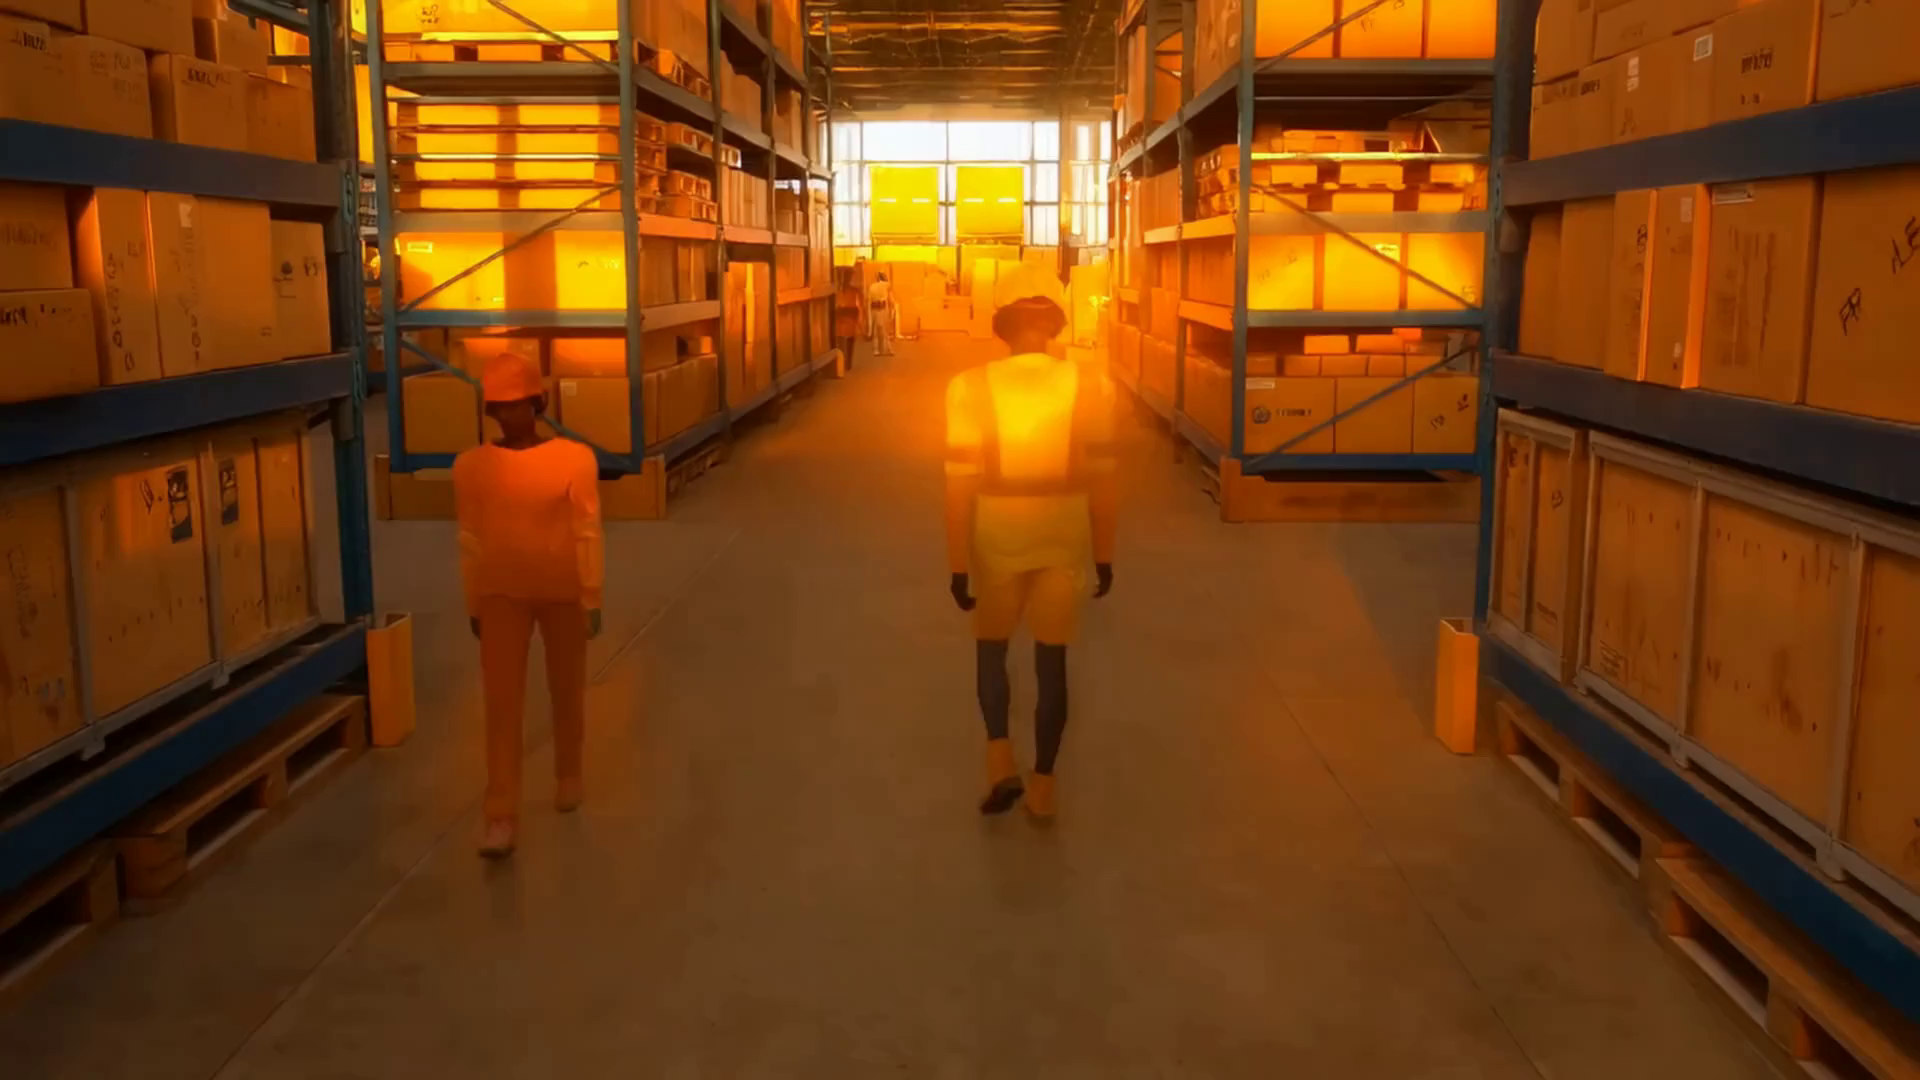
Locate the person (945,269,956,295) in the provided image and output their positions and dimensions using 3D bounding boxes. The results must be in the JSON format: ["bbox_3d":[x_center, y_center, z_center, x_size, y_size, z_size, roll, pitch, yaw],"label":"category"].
[{"bbox_3d":[-0.264,-8.792,59.511,0.510,1.821,0.892,8,12,39],"label":"person"}]

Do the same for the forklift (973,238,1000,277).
[{"bbox_3d":[0.885,-8.724,55.817,1.129,2.768,1.873,0,9,0],"label":"forklift"}]

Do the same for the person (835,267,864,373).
[{"bbox_3d":[-2.074,-4.033,30.535,0.649,1.935,0.480,-3,10,-19],"label":"person"}]

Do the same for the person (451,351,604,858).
[{"bbox_3d":[-1.504,0.203,5.827,0.526,1.719,0.912,-1,10,-7],"label":"person"}]

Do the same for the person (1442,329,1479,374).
[{"bbox_3d":[7.356,-2.851,24.370,0.546,1.620,0.454,2,10,10],"label":"person"}]

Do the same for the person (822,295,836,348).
[{"bbox_3d":[-2.769,-4.167,31.558,1.066,1.873,0.631,-4,10,-21],"label":"person"}]

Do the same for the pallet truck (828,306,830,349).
[{"bbox_3d":[-3.100,-3.940,29.800,1.885,1.965,0.823,3,10,19],"label":"pallet truck"}]

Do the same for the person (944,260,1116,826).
[{"bbox_3d":[0.253,0.028,5.953,0.627,2.031,0.453,0,9,-3],"label":"person"}]

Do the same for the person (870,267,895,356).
[{"bbox_3d":[-1.689,-4.920,35.919,0.596,1.914,0.372,7,12,35],"label":"person"}]
